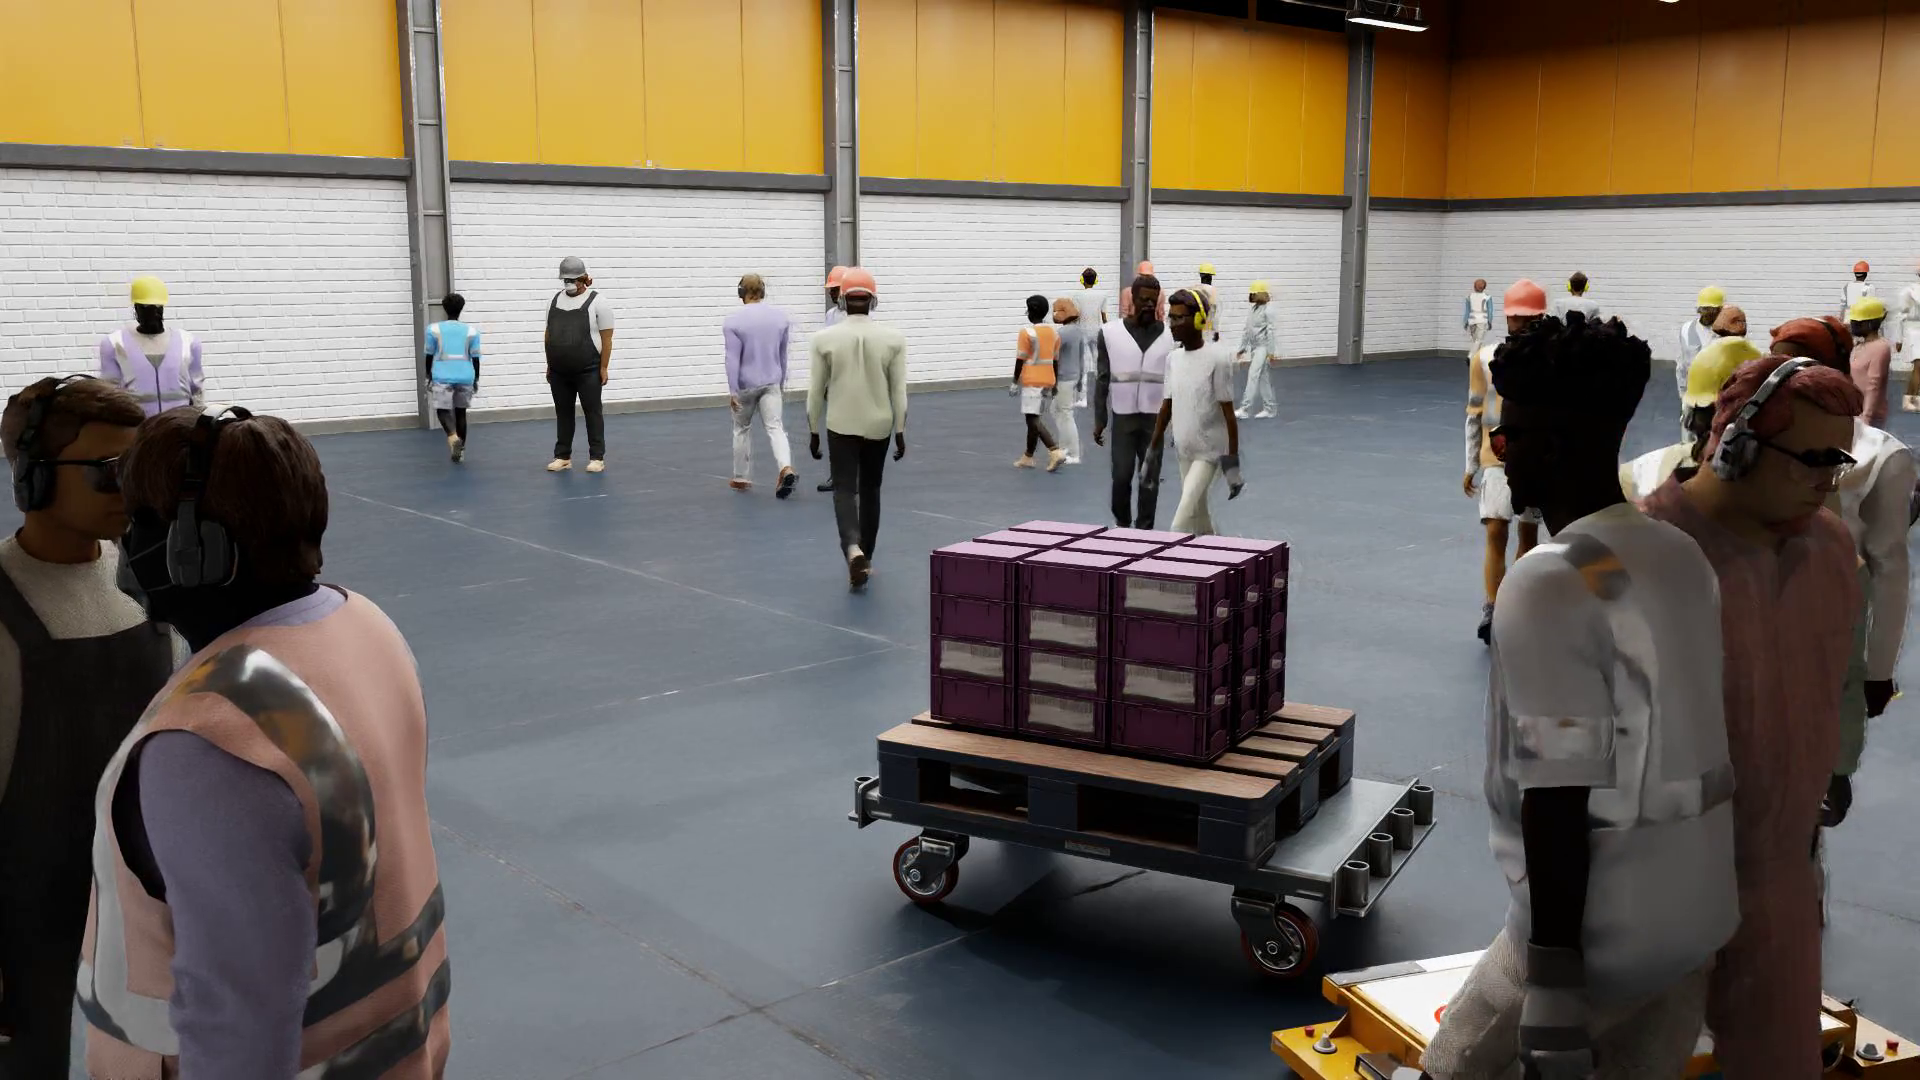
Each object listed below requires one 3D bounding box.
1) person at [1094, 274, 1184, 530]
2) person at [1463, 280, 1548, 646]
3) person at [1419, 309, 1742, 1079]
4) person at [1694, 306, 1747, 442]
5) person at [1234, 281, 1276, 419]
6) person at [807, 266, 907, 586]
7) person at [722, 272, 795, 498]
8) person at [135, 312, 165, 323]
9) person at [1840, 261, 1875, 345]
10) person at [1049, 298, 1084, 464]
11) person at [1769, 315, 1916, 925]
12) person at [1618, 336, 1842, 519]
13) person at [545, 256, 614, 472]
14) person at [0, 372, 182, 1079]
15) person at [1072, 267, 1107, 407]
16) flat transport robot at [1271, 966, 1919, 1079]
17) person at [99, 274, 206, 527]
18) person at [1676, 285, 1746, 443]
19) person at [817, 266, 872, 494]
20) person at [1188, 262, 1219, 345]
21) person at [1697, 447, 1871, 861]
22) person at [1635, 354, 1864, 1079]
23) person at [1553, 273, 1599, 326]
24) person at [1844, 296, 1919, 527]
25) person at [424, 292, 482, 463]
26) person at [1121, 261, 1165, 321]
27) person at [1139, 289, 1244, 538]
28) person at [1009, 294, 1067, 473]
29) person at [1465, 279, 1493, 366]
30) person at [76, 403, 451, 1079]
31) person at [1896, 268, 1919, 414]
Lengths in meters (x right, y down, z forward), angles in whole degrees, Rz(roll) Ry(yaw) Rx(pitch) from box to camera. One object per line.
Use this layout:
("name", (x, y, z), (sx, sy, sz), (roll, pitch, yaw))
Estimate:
("person", (1.206, -0.814, 11.110), (0.615, 1.901, 0.456), (-1, 10, -5))
("person", (2.915, -0.394, 8.679), (0.569, 1.888, 0.957), (4, 10, 20))
("person", (1.011, 0.602, 2.722), (0.614, 1.931, 0.662), (9, 14, 44))
("person", (6.169, -1.062, 13.374), (0.708, 1.606, 0.541), (0, 10, 1))
("person", (3.621, -2.353, 20.692), (0.813, 1.714, 0.488), (-3, 10, -19))
("person", (-0.627, -0.703, 10.291), (0.622, 1.968, 0.895), (-2, 10, -10))
("person", (-1.682, -1.309, 14.030), (0.617, 1.900, 0.957), (-5, 11, -27))
("person", (-6.564, -1.131, 13.521), (0.526, 1.722, 0.919), (-6, 11, -32))
("person", (14.586, -3.553, 27.030), (0.351, 1.942, 0.545), (-7, 12, -35))
("person", (0.972, -1.546, 16.222), (0.518, 1.612, 0.500), (5, 11, 25))
("person", (2.289, 0.298, 4.759), (0.837, 1.848, 0.599), (-4, 11, -24))
("person", (1.934, 0.380, 4.378), (0.623, 1.806, 0.705), (6, 11, 31))
("person", (-3.612, -1.650, 15.602), (0.676, 2.000, 0.536), (2, 10, 13))
("person", (-1.525, 0.626, 2.905), (0.362, 1.833, 0.509), (4, 10, 22))
("person", (1.729, -2.719, 22.365), (0.532, 1.868, 0.310), (-3, 10, -14))
("flat transport robot", (1.555, 1.204, 4.065), (1.431, 0.197, 0.652), (-3, 10, -19))
("person", (-5.053, -0.706, 10.452), (0.592, 1.913, 0.620), (-6, 12, -33))
("person", (6.532, -1.327, 14.475), (0.591, 1.792, 0.930), (7, 12, 37))
("person", (-0.991, -1.356, 14.181), (0.551, 1.937, 0.357), (9, 13, 43))
("person", (3.639, -3.159, 24.765), (0.366, 1.928, 0.585), (-8, 12, -38))
("person", (1.907, 0.529, 4.057), (0.523, 1.623, 0.377), (9, 13, 42))
("person", (1.378, 0.601, 2.964), (0.663, 1.848, 0.926), (-3, 10, -17))
("person", (7.108, -2.168, 19.256), (0.560, 1.821, 0.942), (4, 10, 20))
("person", (6.602, -0.886, 11.997), (0.630, 1.740, 0.525), (1, 10, 7))
("person", (-4.889, -1.556, 16.111), (0.541, 1.673, 0.609), (-5, 11, -26))
("person", (2.520, -2.873, 22.990), (0.619, 1.966, 0.859), (1, 10, 6))
("person", (1.183, -0.415, 8.942), (0.811, 1.837, 0.558), (-5, 11, -28))
("person", (0.755, -1.463, 15.601), (0.728, 1.678, 0.543), (8, 13, 40))
("person", (9.478, -3.977, 30.478), (0.766, 1.611, 0.519), (-9, 13, -44))
("person", (-0.892, 0.743, 2.169), (0.430, 1.845, 0.624), (-1, 10, -4))
("person", (12.446, -2.609, 21.364), (0.617, 1.994, 1.005), (0, 10, -1))
